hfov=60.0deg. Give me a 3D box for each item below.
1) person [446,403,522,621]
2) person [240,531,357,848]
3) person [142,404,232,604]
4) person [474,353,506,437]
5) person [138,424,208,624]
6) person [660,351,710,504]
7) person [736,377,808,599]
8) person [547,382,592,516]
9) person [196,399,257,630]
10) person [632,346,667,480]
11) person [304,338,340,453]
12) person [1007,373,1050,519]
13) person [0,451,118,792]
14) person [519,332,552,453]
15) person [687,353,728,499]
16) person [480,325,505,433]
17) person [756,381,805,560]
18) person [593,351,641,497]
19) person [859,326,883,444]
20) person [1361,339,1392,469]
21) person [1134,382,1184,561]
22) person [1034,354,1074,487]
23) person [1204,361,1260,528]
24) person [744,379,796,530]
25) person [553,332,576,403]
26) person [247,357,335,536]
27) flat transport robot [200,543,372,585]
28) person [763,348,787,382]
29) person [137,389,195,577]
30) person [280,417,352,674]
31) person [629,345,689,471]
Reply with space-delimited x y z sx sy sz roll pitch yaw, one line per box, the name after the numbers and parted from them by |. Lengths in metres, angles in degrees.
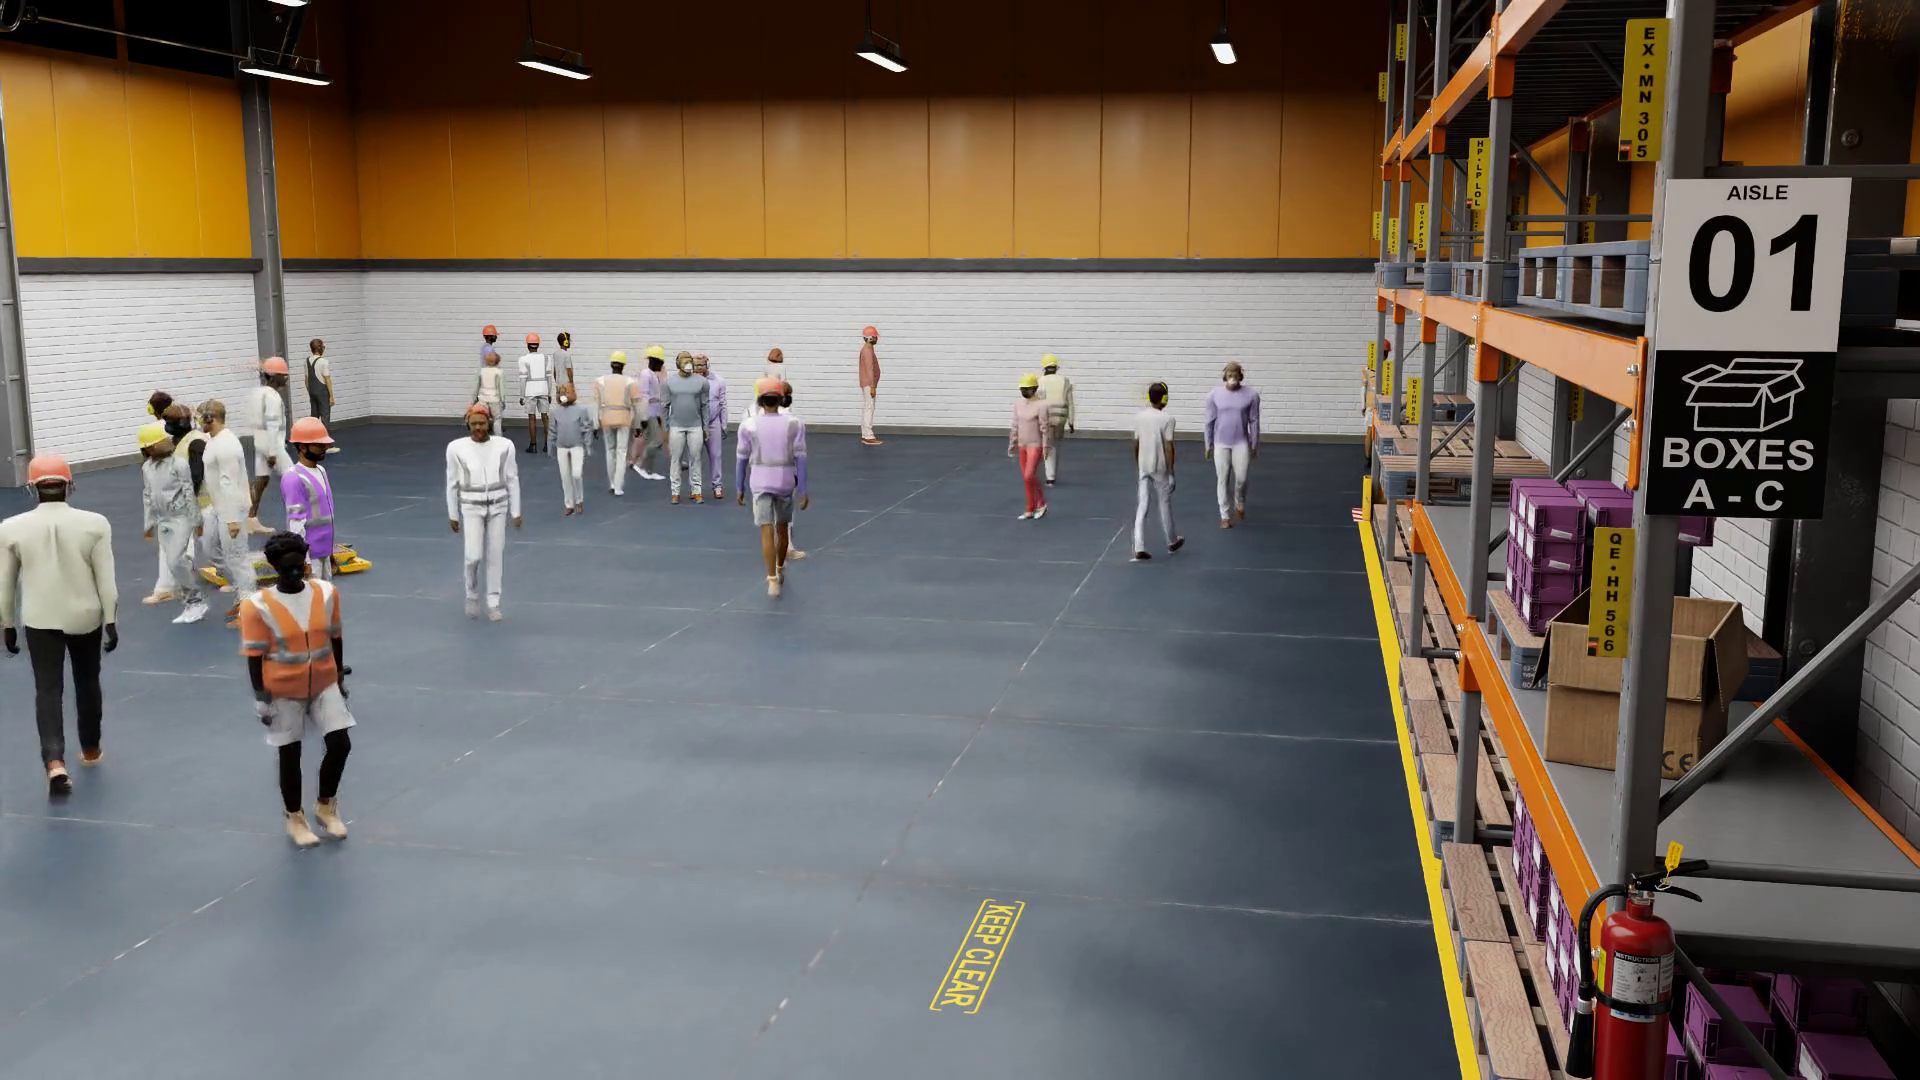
-4.034 -0.233 14.125 0.586 1.869 0.401 -5 11 -27 | person
-3.400 0.784 8.579 0.548 1.671 0.422 -9 13 -43 | person
-6.937 -0.344 15.089 0.613 1.805 0.935 6 11 34 | person
-7.688 -2.261 27.185 0.613 1.578 0.872 2 10 9 | person
-6.639 -0.133 13.996 0.519 1.702 0.452 4 10 25 | person
-3.477 -1.422 21.089 0.635 1.940 0.367 -2 10 -14 | person
-1.752 -0.503 15.375 0.638 1.991 1.016 -2 10 -12 | person
-4.709 -1.085 20.012 0.533 1.617 0.402 1 9 4 | person
-6.138 -0.225 13.931 0.385 1.921 0.695 -6 11 -30 | person
-4.296 -1.766 23.282 0.439 1.896 0.592 -1 9 -3 | person
-10.275 -2.310 26.717 0.508 1.847 0.345 4 10 22 | person
0.817 -1.099 19.714 0.386 1.756 0.540 -8 12 -39 | person
-5.261 0.464 9.712 0.628 1.957 0.989 -4 10 -24 | person
-6.836 -2.366 26.774 0.543 1.940 0.361 -6 11 -34 | person
-3.327 -1.469 21.512 0.654 1.895 0.401 -2 10 -12 | person
-8.471 -2.911 30.056 0.361 1.940 0.543 -5 11 -27 | person
-1.848 -0.719 17.144 0.429 1.841 0.634 -7 12 -37 | person
-4.516 -1.547 22.008 0.599 1.878 0.934 0 9 -3 | person
-1.516 -2.610 28.072 0.375 1.997 0.612 -2 10 -12 | person
6.223 -2.010 24.641 0.552 1.932 0.377 6 11 32 | person
2.045 -0.711 17.169 0.525 1.815 0.921 6 11 32 | person
1.215 -1.657 22.930 0.631 1.787 0.879 -2 10 -13 | person
3.110 -1.086 19.094 0.637 1.925 0.429 1 10 8 | person
-2.079 -0.896 18.432 0.614 1.764 0.893 -1 9 -6 | person
-6.747 -2.613 28.477 0.508 1.870 0.329 9 13 42 | person
-7.612 -1.053 18.701 1.011 1.995 0.634 -7 12 -38 | person
-6.559 0.223 16.193 1.431 0.197 0.652 -7 12 -38 | flat transport robot
-3.084 -2.405 27.925 0.507 1.631 0.266 7 12 38 | person
-7.611 -0.532 16.051 0.518 1.839 0.875 -5 11 -28 | person
-4.675 0.075 12.074 0.361 1.938 0.545 0 9 -2 | person
-4.431 -1.909 24.301 1.007 1.854 0.641 4 10 25 | person
